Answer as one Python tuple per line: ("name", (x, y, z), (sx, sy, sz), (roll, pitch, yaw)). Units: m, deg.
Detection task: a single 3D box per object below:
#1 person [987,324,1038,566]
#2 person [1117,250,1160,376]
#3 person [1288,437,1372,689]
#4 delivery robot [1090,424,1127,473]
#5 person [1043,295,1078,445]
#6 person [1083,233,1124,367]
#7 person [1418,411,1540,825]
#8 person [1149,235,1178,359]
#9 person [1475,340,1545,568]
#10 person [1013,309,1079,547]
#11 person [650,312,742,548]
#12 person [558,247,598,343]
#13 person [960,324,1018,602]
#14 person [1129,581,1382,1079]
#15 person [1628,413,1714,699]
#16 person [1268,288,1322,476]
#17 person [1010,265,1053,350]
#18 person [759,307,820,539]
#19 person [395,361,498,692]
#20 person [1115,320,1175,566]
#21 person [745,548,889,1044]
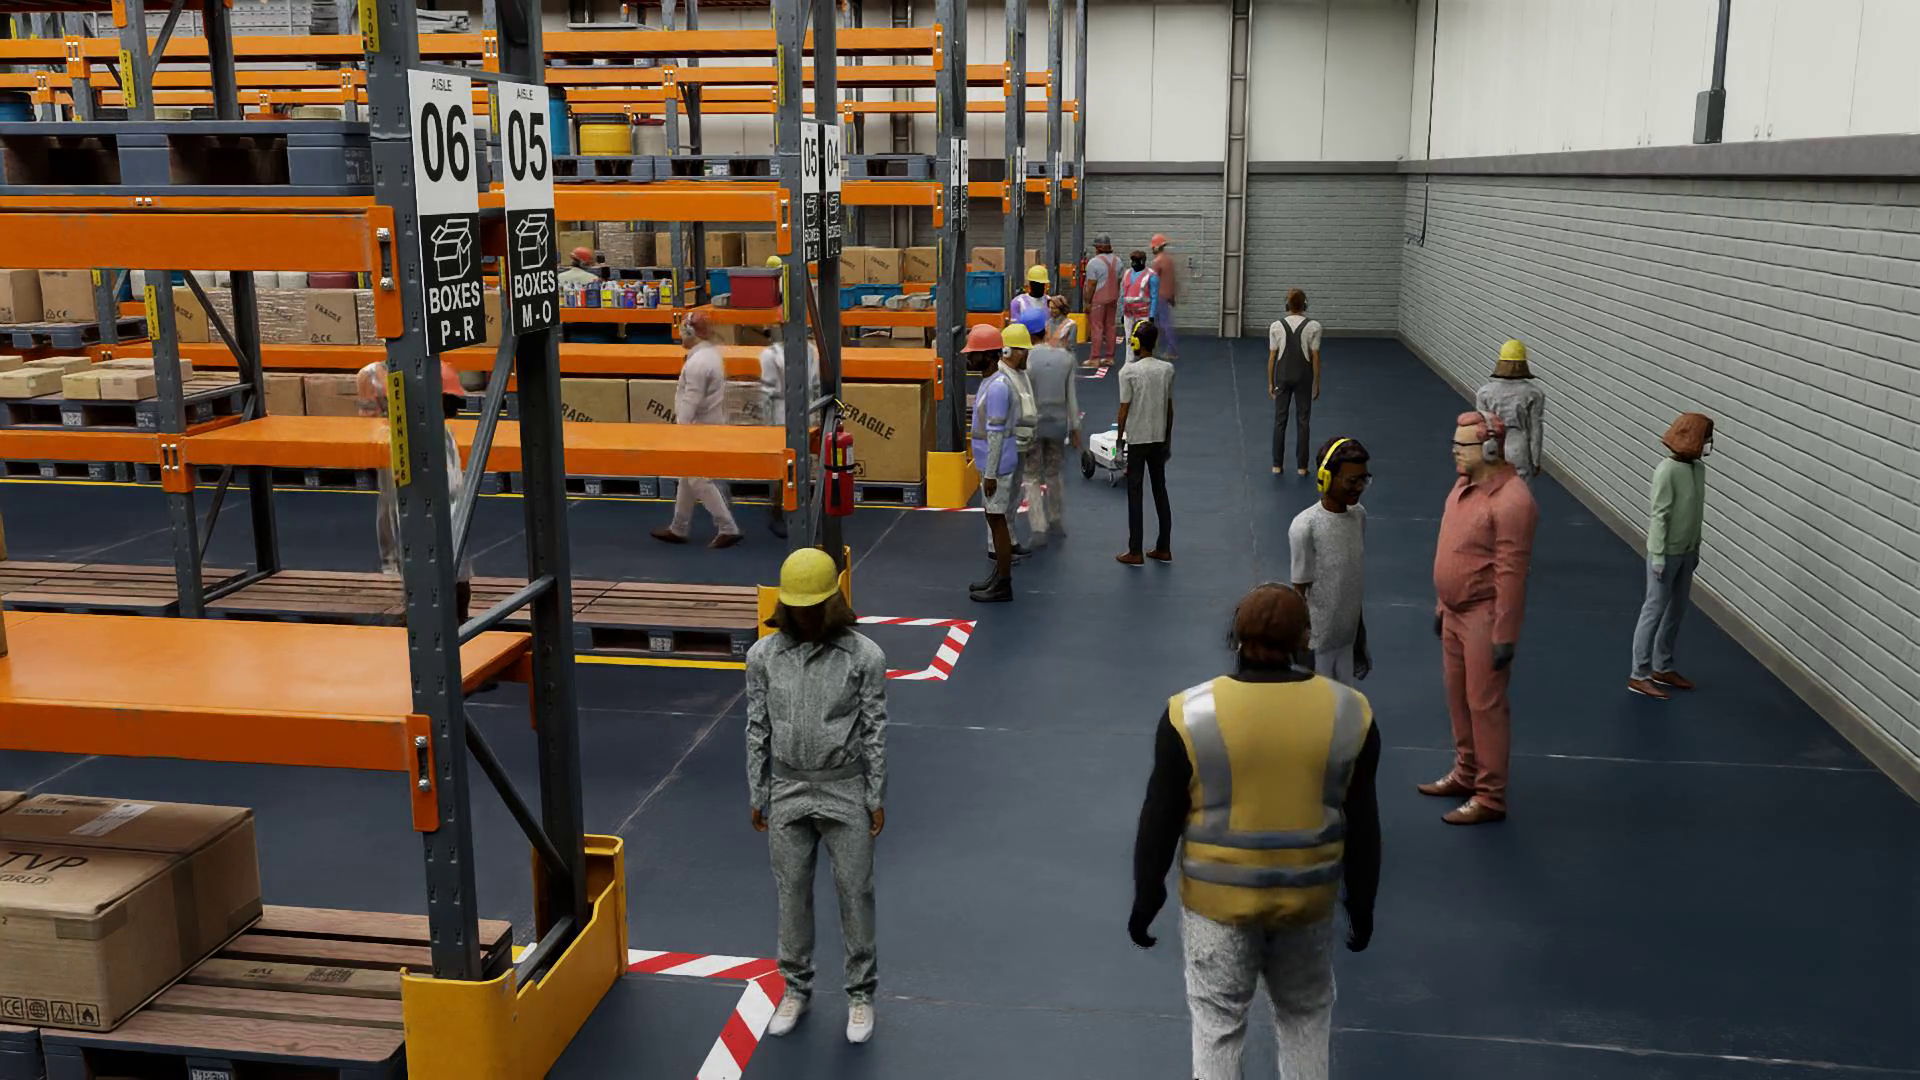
("person", (0.392, -0.730, 12.648), (0.403, 1.827, 0.600), (5, 13, 21))
("person", (2.574, -3.267, 24.073), (0.624, 1.845, 0.430), (12, 17, 43))
("person", (1.607, 0.468, 7.191), (0.533, 1.855, 0.348), (-12, 17, -43))
("delivery robot", (1.507, -0.875, 15.990), (0.477, 0.478, 0.707), (-3, 13, -14))
("person", (1.085, -1.857, 18.189), (0.320, 1.631, 0.524), (-11, 16, -40))
("person", (2.139, -3.690, 25.532), (0.684, 2.000, 0.538), (-11, 16, -40))
("person", (2.356, 0.353, 7.623), (0.394, 1.897, 0.642), (-2, 13, -7))
("person", (3.119, -3.895, 26.633), (0.959, 1.947, 0.644), (7, 14, 30))
("person", (4.057, -0.612, 12.343), (0.490, 1.736, 0.323), (6, 14, 26))
("person", (0.637, -0.886, 13.241), (0.645, 1.895, 0.683), (-6, 14, -25))
("person", (-2.100, -0.862, 13.180), (0.712, 1.874, 0.666), (0, 12, 0))
("person", (-5.119, -2.927, 22.259), (0.712, 1.971, 0.450), (2, 13, 10))
("person", (0.197, -0.527, 11.525), (0.396, 1.929, 0.539), (-1, 13, -5))
("person", (0.841, 1.019, 4.769), (0.702, 1.828, 0.432), (-1, 13, -3))
("person", (4.066, 0.081, 9.460), (0.503, 1.628, 0.279), (-10, 16, -39))
("person", (3.267, -1.538, 16.283), (0.504, 1.838, 0.350), (4, 13, 18))
("person", (0.850, -2.146, 18.848), (0.594, 1.917, 0.397), (-6, 14, -26))
("person", (-1.319, -0.971, 13.515), (0.567, 1.924, 0.440), (-12, 17, -42))
("person", (-3.014, -0.052, 9.384), (0.615, 1.918, 0.566), (1, 13, 7))
("person", (1.400, -0.729, 12.594), (0.508, 1.859, 0.333), (-7, 14, -27))
("person", (-0.489, 0.869, 5.656), (0.489, 1.732, 0.325), (2, 13, 7))
